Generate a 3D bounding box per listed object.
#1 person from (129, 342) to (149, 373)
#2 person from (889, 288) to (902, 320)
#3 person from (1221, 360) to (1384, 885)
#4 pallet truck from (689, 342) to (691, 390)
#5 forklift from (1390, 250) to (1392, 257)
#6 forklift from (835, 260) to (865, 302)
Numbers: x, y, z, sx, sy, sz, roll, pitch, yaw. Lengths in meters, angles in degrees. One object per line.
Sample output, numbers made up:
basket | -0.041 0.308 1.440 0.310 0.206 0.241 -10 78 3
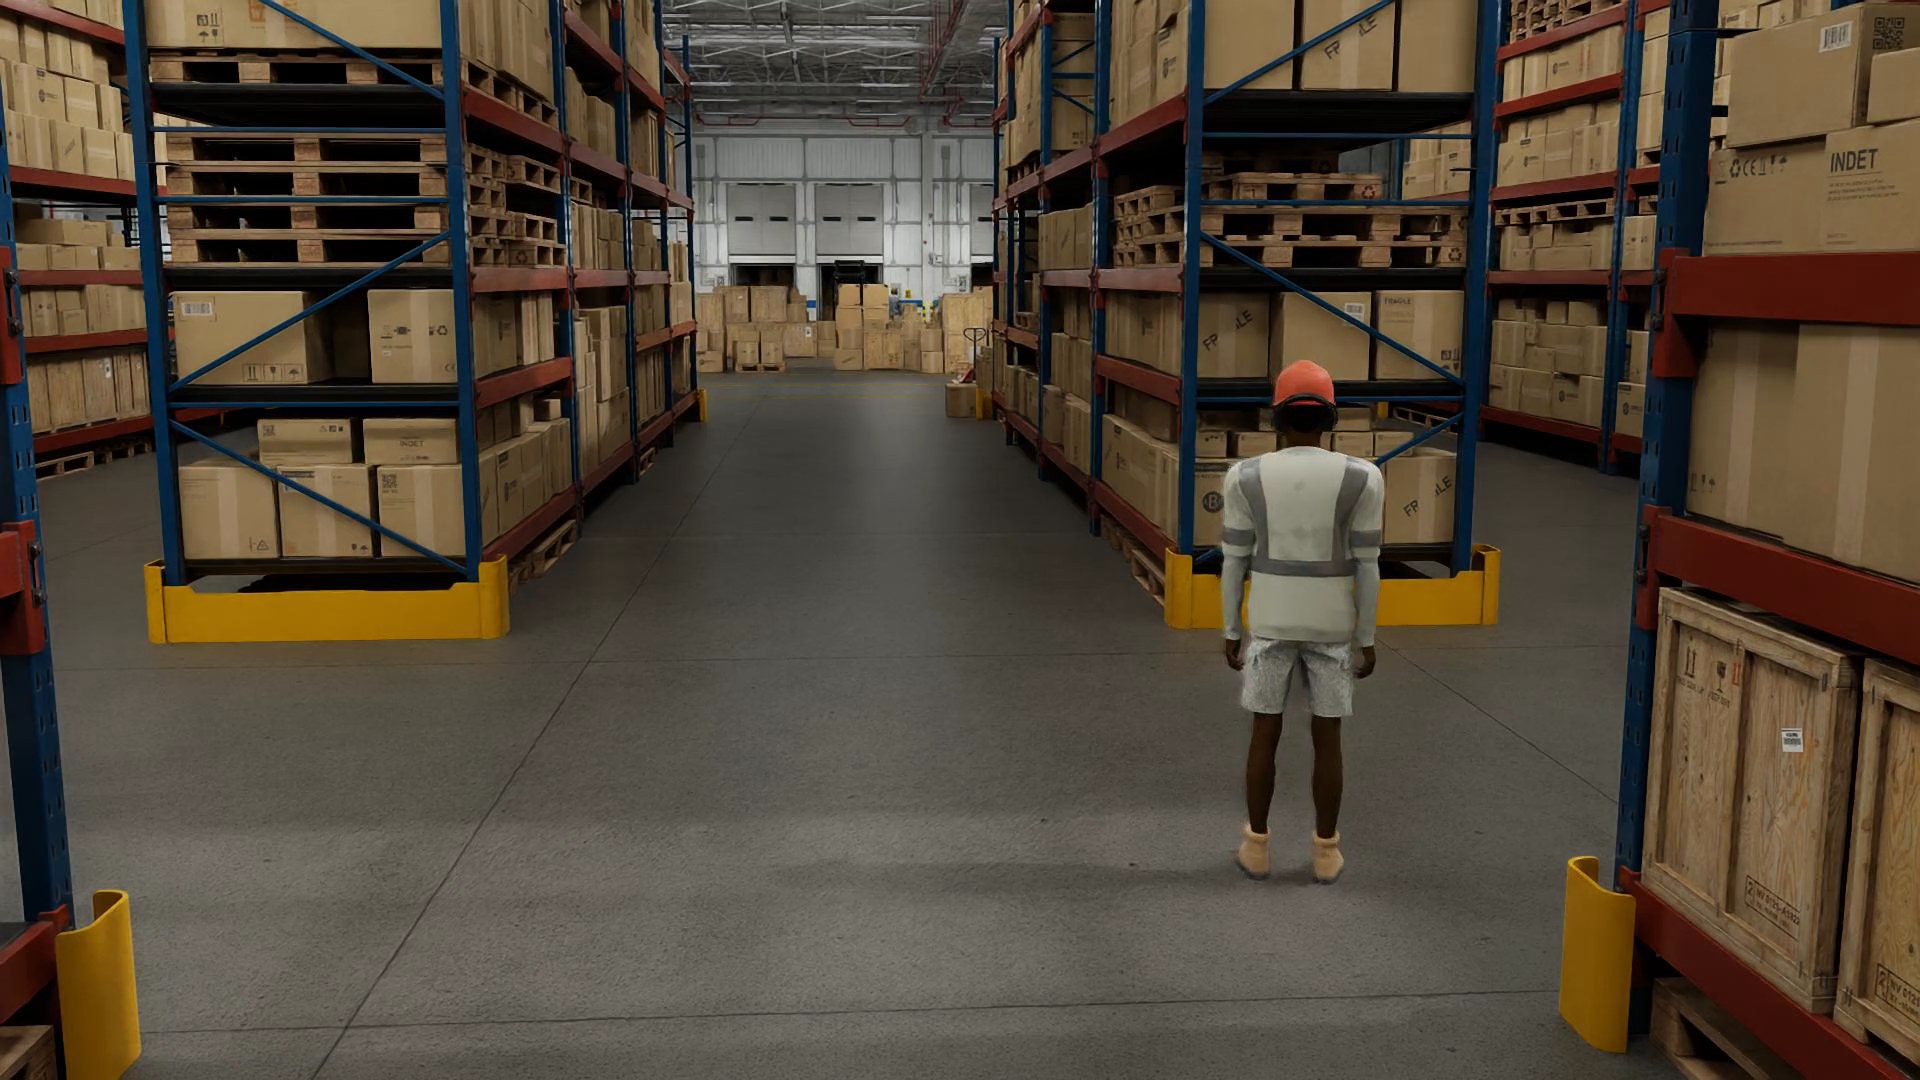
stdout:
person | -13.654 -3.087 27.982 0.625 1.992 0.388 -1 9 -8
person | -2.308 -7.826 57.969 0.638 1.926 0.367 4 10 23
person | 1.319 0.323 6.476 0.609 2.034 0.416 3 9 16
pallet truck | -5.225 -3.008 27.480 1.885 1.965 0.823 2 9 14
forklift | 7.889 -4.007 30.990 1.873 2.768 1.129 -9 13 -44
forklift | -3.412 -7.285 51.571 1.129 2.768 1.873 -1 9 -4
